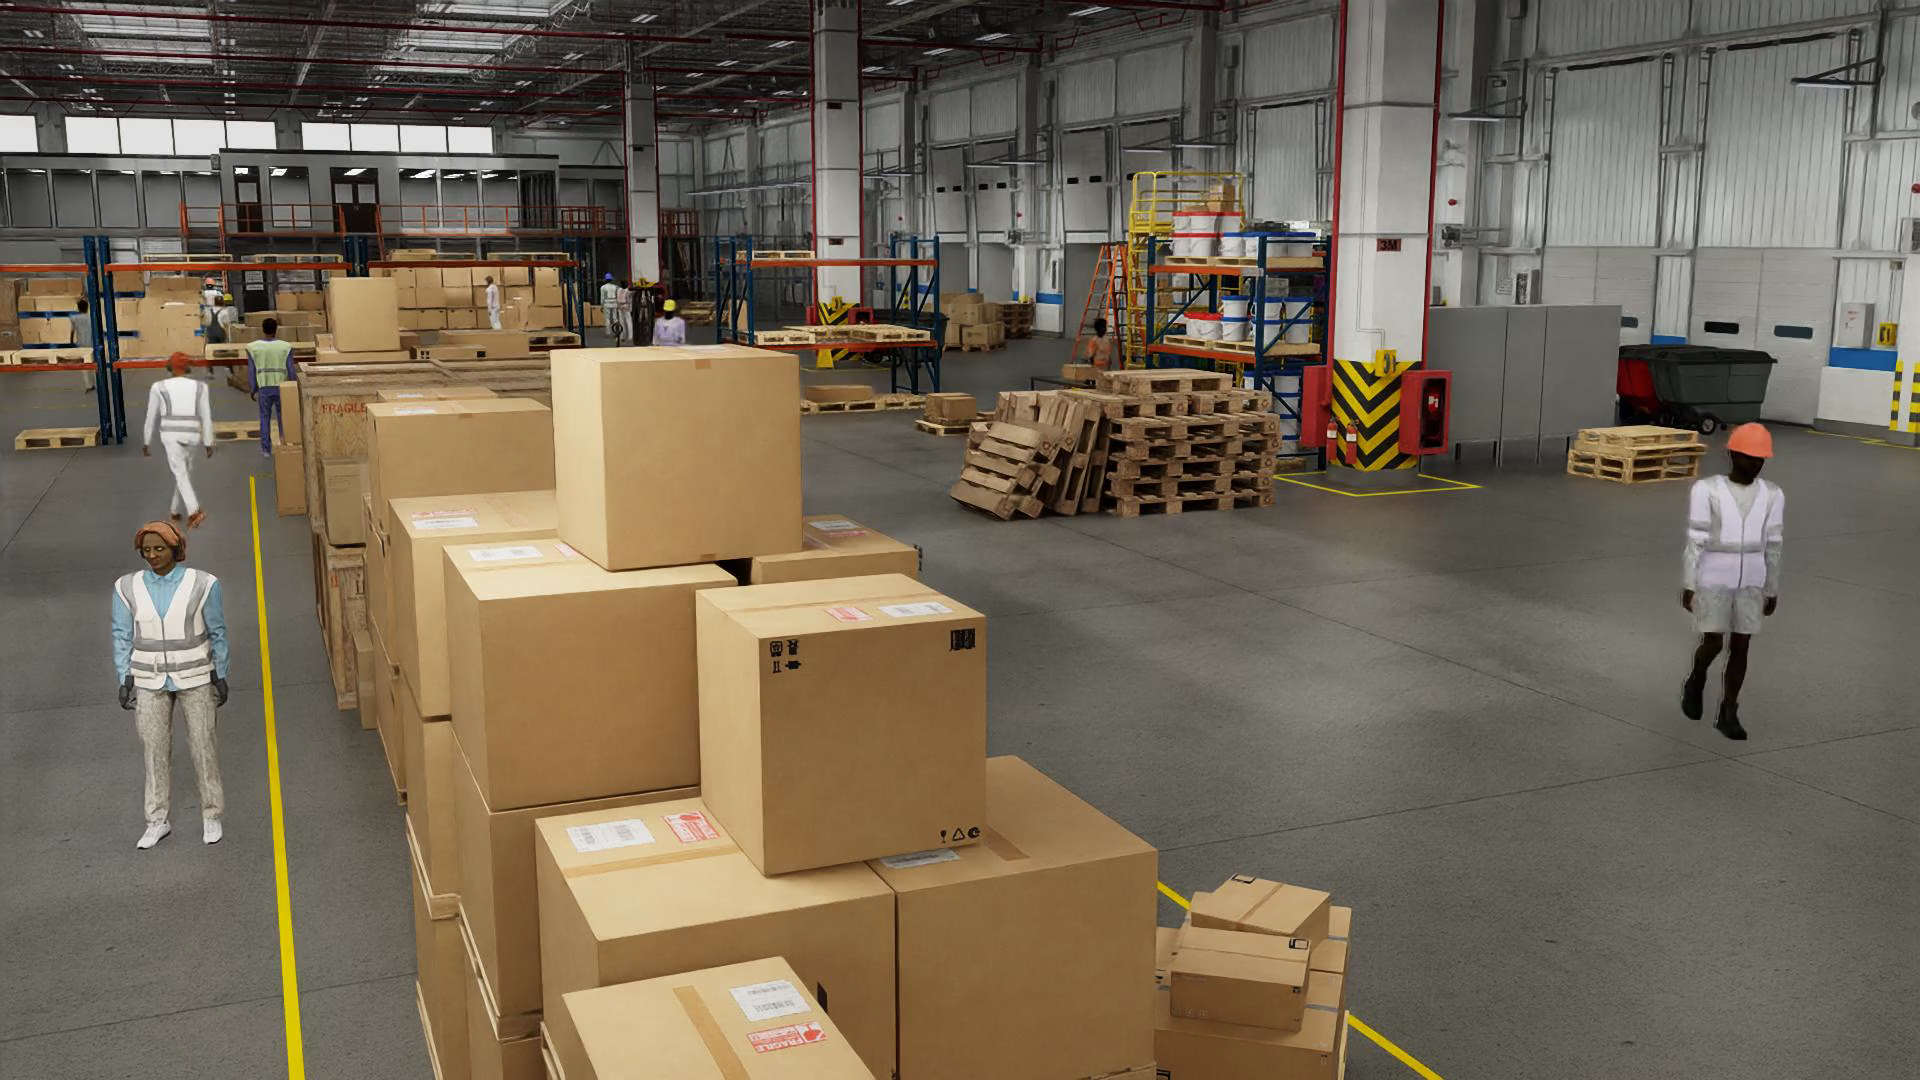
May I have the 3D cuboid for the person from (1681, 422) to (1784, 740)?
[{"bbox_3d":[4.643,0.238,10.020,0.563,1.918,0.466,0,10,3],"label":"person"}]

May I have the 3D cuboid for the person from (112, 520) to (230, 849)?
[{"bbox_3d":[-3.878,0.709,8.206,0.523,1.637,0.311,-2,11,-12],"label":"person"}]

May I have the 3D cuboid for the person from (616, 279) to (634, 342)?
[{"bbox_3d":[-9.727,-6.652,48.259,0.656,1.832,0.431,6,12,31],"label":"person"}]

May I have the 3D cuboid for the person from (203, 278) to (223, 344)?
[{"bbox_3d":[-20.145,-6.080,44.794,0.552,1.937,0.356,-6,12,-30],"label":"person"}]

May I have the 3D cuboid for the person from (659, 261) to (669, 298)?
[{"bbox_3d":[-13.209,-11.383,73.905,0.614,1.984,0.409,-1,10,-5],"label":"person"}]

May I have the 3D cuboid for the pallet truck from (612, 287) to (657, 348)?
[{"bbox_3d":[-6.464,-4.406,35.401,0.823,1.965,1.885,6,12,32],"label":"pallet truck"}]

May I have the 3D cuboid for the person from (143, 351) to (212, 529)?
[{"bbox_3d":[-8.114,-1.044,17.335,0.655,1.842,0.968,-8,13,-38],"label":"person"}]

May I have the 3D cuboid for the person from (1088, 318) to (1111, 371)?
[{"bbox_3d":[2.289,-2.900,27.994,0.673,1.680,0.537,8,13,36],"label":"person"}]

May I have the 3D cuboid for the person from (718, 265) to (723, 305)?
[{"bbox_3d":[-10.463,-11.085,72.408,0.367,1.927,0.584,-7,12,-34],"label":"person"}]

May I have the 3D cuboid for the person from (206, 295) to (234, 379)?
[{"bbox_3d":[-15.853,-4.340,35.603,0.515,1.805,0.947,2,10,9],"label":"person"}]

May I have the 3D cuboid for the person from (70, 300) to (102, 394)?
[{"bbox_3d":[-16.998,-3.758,32.351,0.538,1.818,1.021,-6,12,-31],"label":"person"}]

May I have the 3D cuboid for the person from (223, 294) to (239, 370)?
[{"bbox_3d":[-16.679,-4.752,38.012,0.295,1.744,0.491,2,11,13],"label":"person"}]

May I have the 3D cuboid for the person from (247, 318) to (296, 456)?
[{"bbox_3d":[-9.478,-2.100,22.953,0.598,1.908,0.402,-4,11,-20],"label":"person"}]

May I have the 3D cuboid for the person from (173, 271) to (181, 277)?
[{"bbox_3d":[-29.847,-9.452,63.531,0.353,1.883,0.572,-10,14,-44],"label":"person"}]

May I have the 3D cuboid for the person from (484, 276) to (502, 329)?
[{"bbox_3d":[-13.515,-6.665,48.078,0.388,1.928,0.642,1,10,3],"label":"person"}]

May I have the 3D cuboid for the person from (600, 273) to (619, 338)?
[{"bbox_3d":[-10.535,-7.037,50.037,0.616,1.945,0.399,-8,13,-36],"label":"person"}]

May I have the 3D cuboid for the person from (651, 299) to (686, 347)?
[{"bbox_3d":[-5.319,-3.431,30.297,0.626,1.901,0.428,3,11,17],"label":"person"}]
